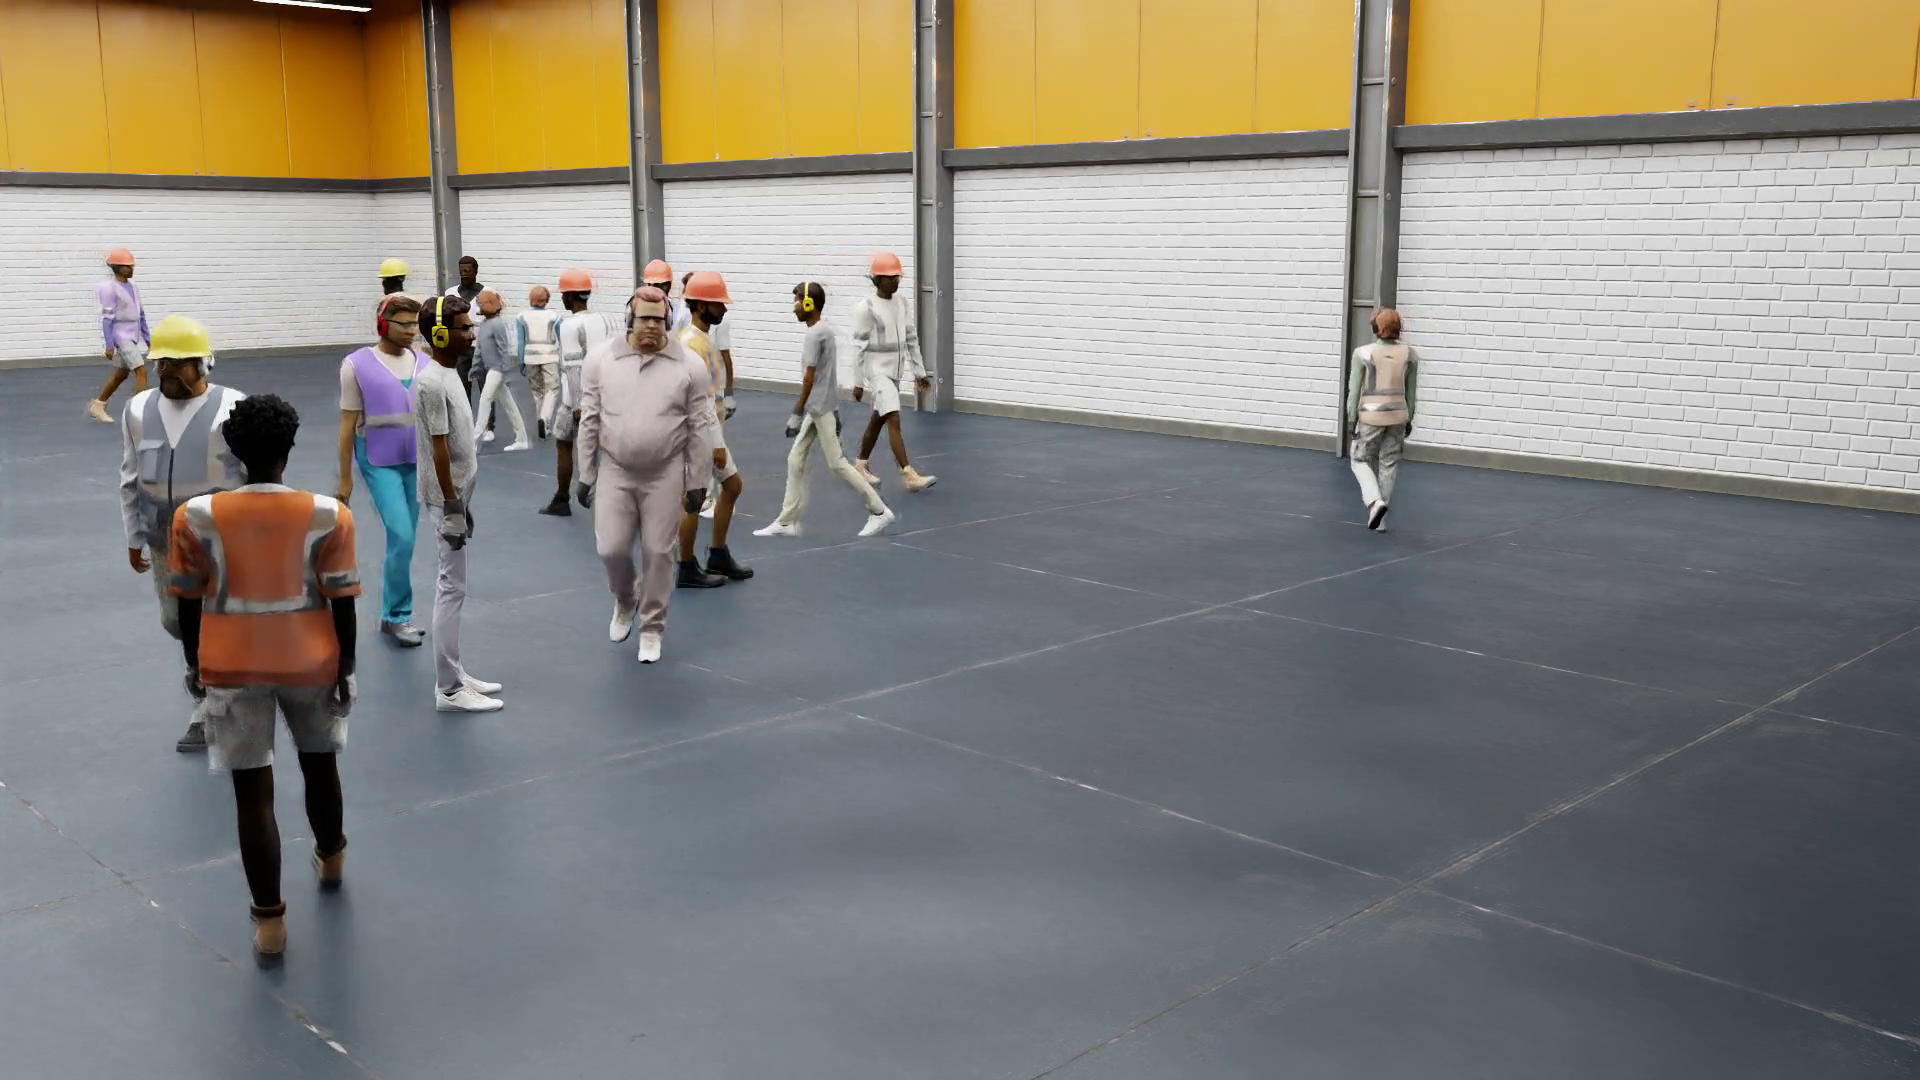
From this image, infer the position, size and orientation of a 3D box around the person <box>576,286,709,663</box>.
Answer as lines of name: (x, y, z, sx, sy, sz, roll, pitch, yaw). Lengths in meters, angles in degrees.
person: (-1.587, -0.329, 8.364, 0.671, 1.884, 0.463, -1, 10, -7)

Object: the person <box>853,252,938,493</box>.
person: (-0.583, -1.400, 13.929, 1.052, 1.987, 0.611, 8, 13, 37)

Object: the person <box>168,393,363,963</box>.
person: (-2.112, 0.384, 5.107, 0.540, 1.653, 0.833, -4, 11, -22)

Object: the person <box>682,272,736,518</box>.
person: (-1.954, -1.109, 12.701, 0.569, 1.855, 0.382, 10, 14, 44)

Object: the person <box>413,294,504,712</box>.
person: (-2.271, -0.162, 7.494, 0.328, 1.872, 0.510, -3, 11, -15)

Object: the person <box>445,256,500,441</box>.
person: (-5.056, -1.980, 17.279, 0.587, 1.918, 0.391, 1, 10, 3)

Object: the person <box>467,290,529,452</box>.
person: (-4.645, -1.641, 16.323, 0.848, 1.590, 0.512, -6, 12, -29)

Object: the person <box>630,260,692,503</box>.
person: (-2.376, -1.253, 13.258, 0.544, 1.939, 0.354, 0, 10, -1)

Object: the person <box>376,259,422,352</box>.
person: (-5.378, -1.697, 15.753, 0.762, 1.900, 0.627, 4, 11, 20)

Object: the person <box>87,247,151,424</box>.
person: (-9.417, -2.274, 18.658, 1.017, 2.003, 0.616, 0, 10, 0)

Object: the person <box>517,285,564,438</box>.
person: (-4.393, -1.862, 17.467, 0.524, 1.615, 0.701, 0, 10, 0)

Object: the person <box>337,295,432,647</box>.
person: (-2.903, -0.358, 8.689, 0.651, 1.815, 0.600, 6, 12, 30)

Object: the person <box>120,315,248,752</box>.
person: (-3.242, -0.059, 7.101, 0.603, 1.809, 0.758, 0, 10, 1)

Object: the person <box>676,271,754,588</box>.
person: (-1.462, -0.647, 9.999, 0.629, 1.916, 0.587, -1, 10, -7)

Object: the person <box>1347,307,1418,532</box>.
person: (3.016, -0.837, 11.844, 0.521, 1.626, 0.467, -1, 10, -7)

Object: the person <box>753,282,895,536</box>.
person: (-0.941, -0.906, 11.754, 0.987, 1.819, 0.518, -1, 10, -5)

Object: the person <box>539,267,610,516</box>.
person: (-2.770, -1.093, 12.509, 0.943, 1.911, 0.551, 5, 11, 25)
